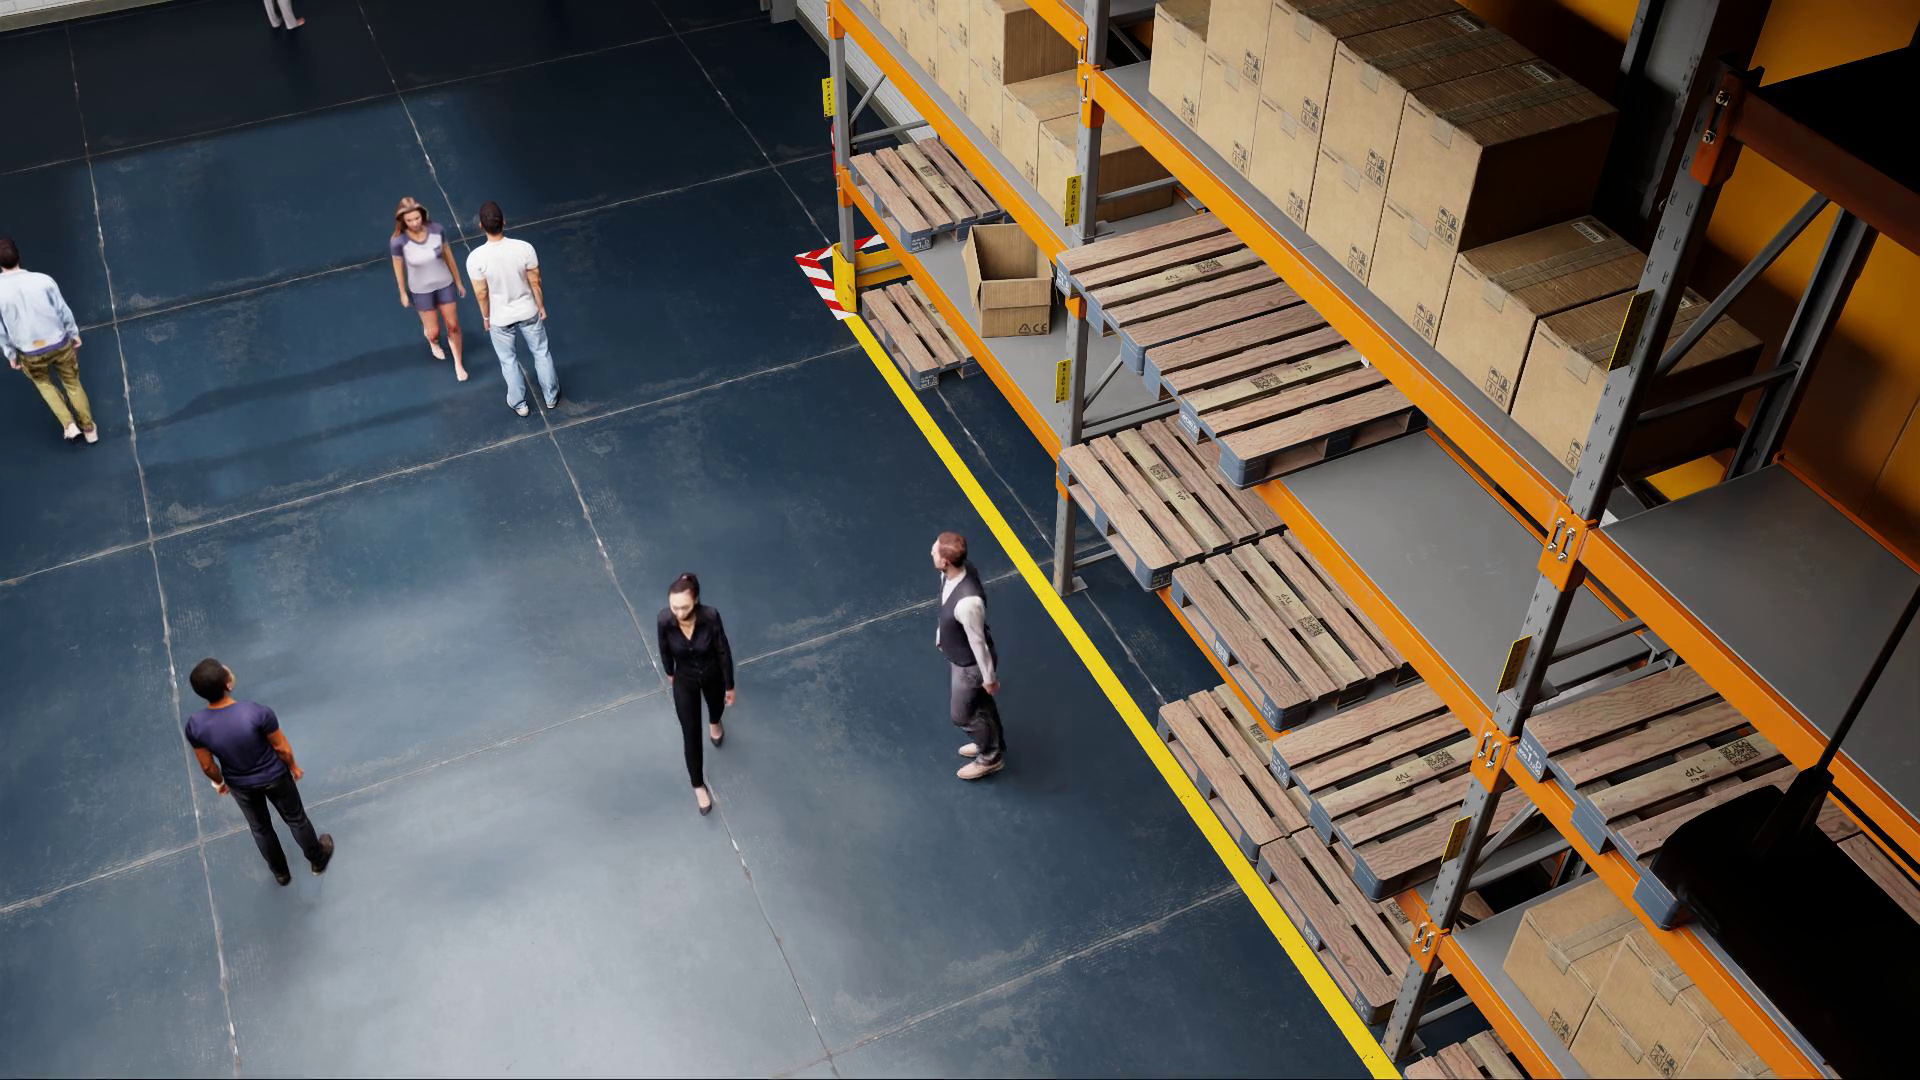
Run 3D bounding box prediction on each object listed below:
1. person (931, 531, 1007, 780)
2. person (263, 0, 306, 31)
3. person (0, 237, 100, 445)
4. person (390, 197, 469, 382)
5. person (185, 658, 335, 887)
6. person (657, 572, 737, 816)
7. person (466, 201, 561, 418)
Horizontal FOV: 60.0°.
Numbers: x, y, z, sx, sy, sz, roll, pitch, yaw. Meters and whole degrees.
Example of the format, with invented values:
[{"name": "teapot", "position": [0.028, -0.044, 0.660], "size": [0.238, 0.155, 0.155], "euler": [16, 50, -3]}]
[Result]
[{"name": "person", "position": [0.131, 0.713, 10.161], "size": [0.838, 1.910, 0.728], "euler": [-14, 45, -14]}, {"name": "person", "position": [-7.394, -6.287, 17.608], "size": [0.674, 1.773, 0.725], "euler": [12, 45, 12]}, {"name": "person", "position": [-6.867, -1.420, 12.480], "size": [0.728, 1.800, 0.693], "euler": [-24, 48, -23]}, {"name": "person", "position": [-4.208, -2.044, 13.200], "size": [0.660, 1.710, 0.736], "euler": [-22, 48, -22]}, {"name": "person", "position": [-4.051, 1.362, 9.567], "size": [0.668, 1.789, 0.575], "euler": [-12, 45, -12]}, {"name": "person", "position": [-1.588, 0.811, 10.237], "size": [0.782, 1.664, 1.101], "euler": [-6, 44, -6]}, {"name": "person", "position": [-3.446, -1.768, 12.799], "size": [0.666, 1.864, 0.526], "euler": [-17, 46, -17]}]
